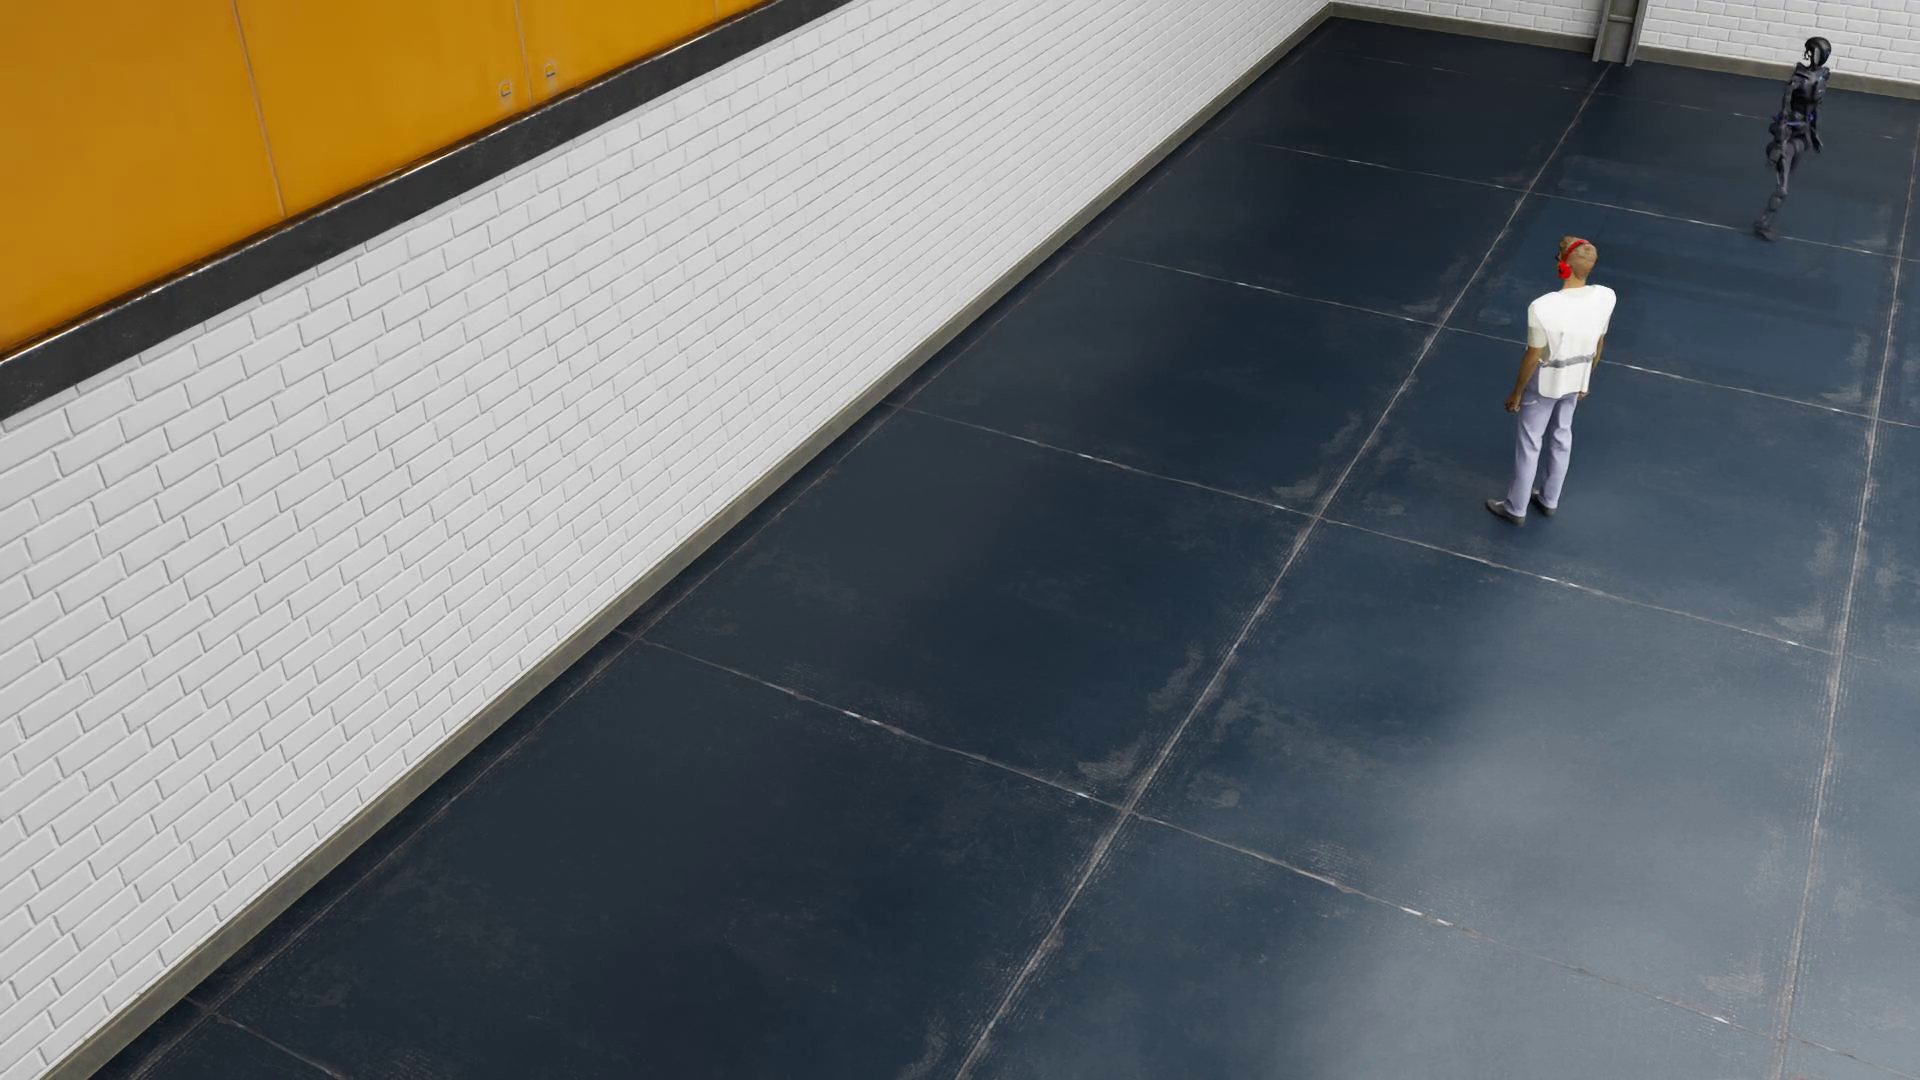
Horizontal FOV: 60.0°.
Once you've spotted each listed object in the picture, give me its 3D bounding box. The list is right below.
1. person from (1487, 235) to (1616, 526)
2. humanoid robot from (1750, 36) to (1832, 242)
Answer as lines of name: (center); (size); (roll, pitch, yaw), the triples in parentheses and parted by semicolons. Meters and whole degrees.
person: (3.545, -0.918, 9.932); (0.571, 1.841, 0.376); (-12, 36, -17)
humanoid robot: (6.843, -3.278, 13.590); (0.603, 1.656, 0.386); (-21, 39, -28)
